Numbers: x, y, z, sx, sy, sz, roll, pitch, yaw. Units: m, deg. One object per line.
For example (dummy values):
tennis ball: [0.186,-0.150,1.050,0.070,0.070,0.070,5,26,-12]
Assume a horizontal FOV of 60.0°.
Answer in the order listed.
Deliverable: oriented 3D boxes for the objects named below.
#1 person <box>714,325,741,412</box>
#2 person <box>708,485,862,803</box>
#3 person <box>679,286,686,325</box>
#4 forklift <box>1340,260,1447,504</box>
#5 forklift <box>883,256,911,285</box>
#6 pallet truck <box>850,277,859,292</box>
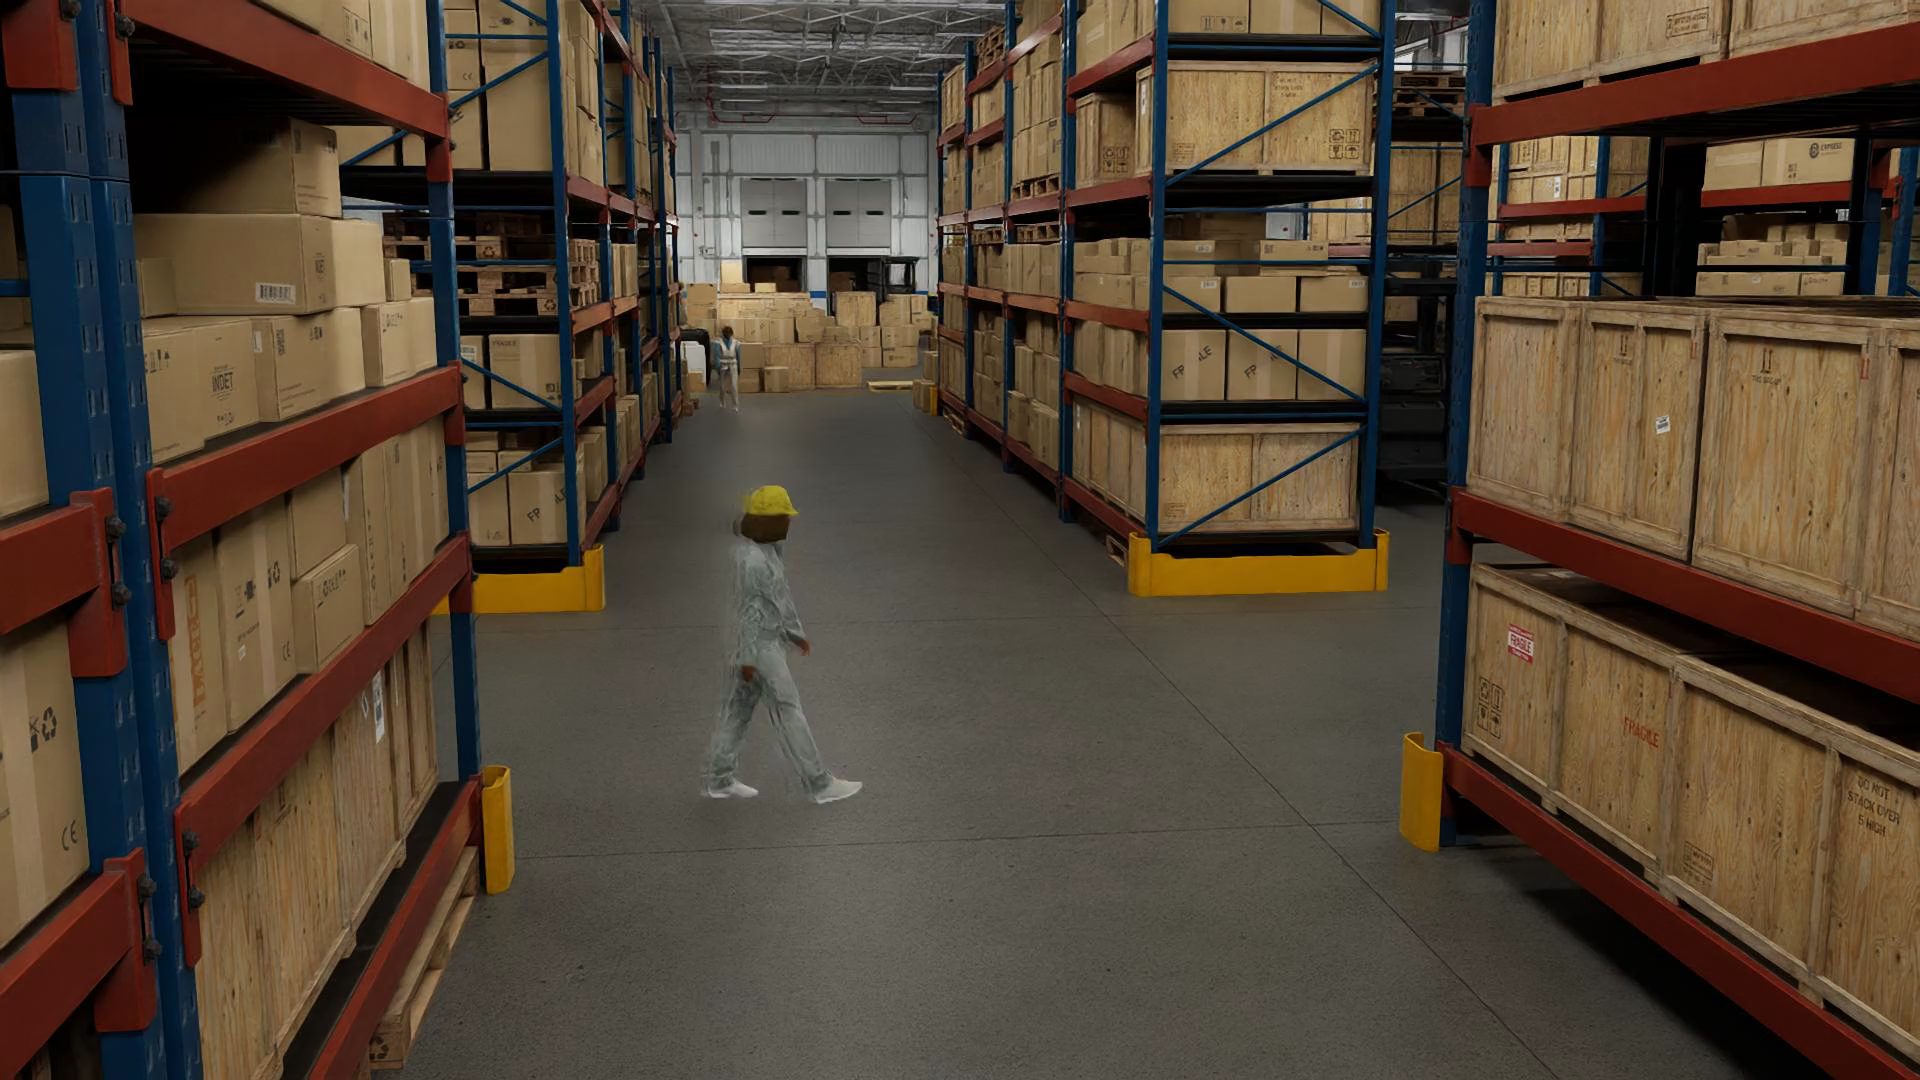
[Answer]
person: [-4.320,-3.195,30.885,0.504,1.603,0.836,-3,10,-15]
person: [-0.944,0.557,8.748,0.874,1.701,0.500,0,10,-3]
person: [-11.513,-9.654,68.259,0.367,1.687,0.543,1,10,7]
forklift: [5.188,-1.938,19.846,1.129,2.768,1.873,-1,10,-7]
forklift: [-2.062,-7.792,53.930,1.129,2.768,1.873,-2,10,-13]
pallet truck: [-3.782,-9.391,65.808,1.885,1.965,0.823,2,10,10]
